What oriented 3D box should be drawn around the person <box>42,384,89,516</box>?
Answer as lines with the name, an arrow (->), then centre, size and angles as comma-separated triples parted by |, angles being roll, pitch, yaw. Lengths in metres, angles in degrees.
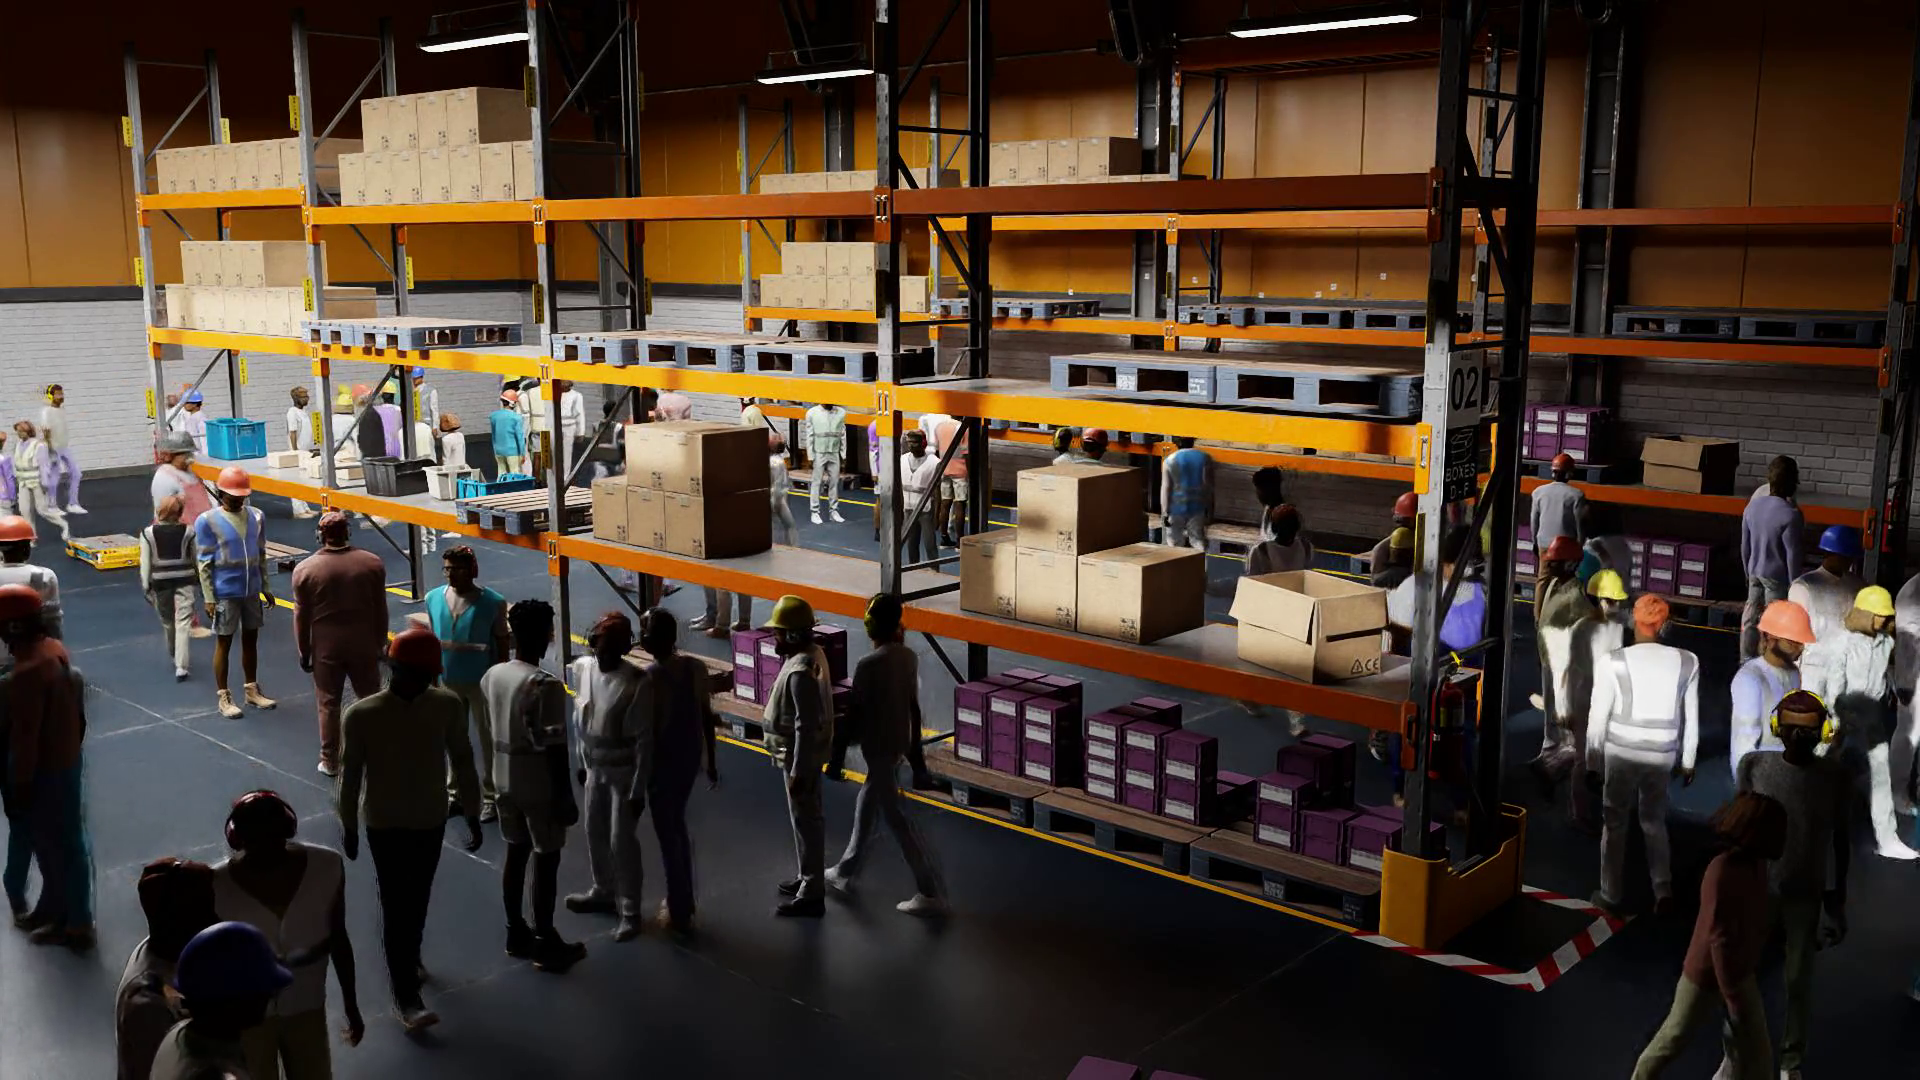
person -> -12.560, -1.250, 23.282 | 0.674, 1.854, 0.555 | 1, 10, 5

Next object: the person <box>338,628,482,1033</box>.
person -> -2.702, 1.383, 8.212 | 0.621, 1.921, 1.028 | -8, 13, -38

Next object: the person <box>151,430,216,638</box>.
person -> -7.480, -0.062, 16.042 | 0.599, 2.000, 0.696 | 0, 10, -1

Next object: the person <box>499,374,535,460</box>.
person -> -7.604, -2.281, 28.581 | 0.616, 2.041, 0.378 | -1, 10, -5

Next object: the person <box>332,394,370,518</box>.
person -> -8.525, -1.167, 23.157 | 0.489, 1.735, 0.315 | 2, 10, 12

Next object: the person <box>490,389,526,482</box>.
person -> -6.441, -1.285, 23.808 | 0.578, 1.737, 0.354 | 5, 11, 25

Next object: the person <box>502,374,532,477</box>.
person -> -6.734, -1.641, 25.317 | 0.392, 1.918, 0.589 | -7, 12, -34

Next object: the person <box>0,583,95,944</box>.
person -> -5.011, 1.205, 9.047 | 0.437, 1.977, 0.645 | -3, 10, -14

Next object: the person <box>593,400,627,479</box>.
person -> -4.826, -1.111, 23.059 | 0.539, 1.654, 0.810 | 3, 10, 16

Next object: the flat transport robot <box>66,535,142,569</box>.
flat transport robot -> -10.203, 0.124, 19.991 | 0.652, 0.197, 1.431 | -9, 13, -41

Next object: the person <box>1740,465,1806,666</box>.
person -> 6.916, 0.324, 14.149 | 0.363, 1.939, 0.636 | -3, 10, -16

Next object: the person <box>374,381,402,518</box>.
person -> -7.877, -1.235, 23.027 | 0.585, 1.918, 0.393 | 1, 10, 5

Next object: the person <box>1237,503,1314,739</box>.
person -> 2.457, 0.594, 12.983 | 0.583, 1.823, 1.063 | -3, 10, -14

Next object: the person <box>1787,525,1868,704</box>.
person -> 5.815, 0.848, 11.181 | 0.617, 1.943, 0.411 | -3, 10, -16

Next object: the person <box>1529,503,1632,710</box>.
person -> 4.870, 0.603, 12.966 | 0.943, 1.792, 0.652 | 10, 14, 44

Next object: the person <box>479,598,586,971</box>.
person -> -2.237, 1.274, 8.739 | 0.629, 1.954, 0.396 | 8, 13, 38

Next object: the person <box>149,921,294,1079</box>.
person -> -2.052, 2.005, 4.681 | 0.435, 1.934, 0.626 | -7, 12, -33

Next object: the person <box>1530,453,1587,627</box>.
person -> 5.912, 0.018, 16.418 | 0.581, 1.749, 0.348 | 9, 13, 42

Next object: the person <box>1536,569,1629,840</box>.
person -> 4.014, 1.021, 10.758 | 0.530, 1.752, 0.590 | -7, 12, -33

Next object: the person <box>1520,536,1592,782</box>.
person -> 4.240, 0.833, 11.790 | 0.324, 1.752, 0.562 | 0, 10, -3

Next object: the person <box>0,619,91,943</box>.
person -> -5.085, 1.282, 9.193 | 0.499, 1.771, 1.030 | -9, 13, -40

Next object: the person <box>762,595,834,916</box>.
person -> -0.916, 1.211, 9.434 | 0.404, 1.829, 0.600 | 0, 10, -2

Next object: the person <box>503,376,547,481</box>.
person -> -6.893, -1.920, 26.547 | 0.703, 2.000, 0.765 | 4, 11, 22

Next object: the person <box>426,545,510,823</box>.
person -> -3.225, 0.935, 10.950 | 0.564, 1.847, 0.396 | 2, 10, 12

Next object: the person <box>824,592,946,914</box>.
person -> -0.459, 1.211, 9.506 | 0.958, 1.816, 0.516 | 6, 11, 29

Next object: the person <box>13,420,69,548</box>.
person -> -11.587, -0.706, 20.874 | 0.531, 1.614, 0.654 | 3, 11, 18

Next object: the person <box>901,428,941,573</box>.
person -> -0.421, -0.300, 17.983 | 0.561, 1.836, 0.388 | 7, 12, 34

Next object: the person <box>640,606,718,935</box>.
person -> -1.630, 1.258, 9.171 | 0.520, 1.829, 0.554 | 9, 14, 42

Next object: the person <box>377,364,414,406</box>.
person -> -9.251, -2.016, 27.414 | 0.625, 1.932, 0.371 | -6, 12, -30

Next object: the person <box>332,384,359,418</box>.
person -> -9.303, -1.523, 25.249 | 0.495, 1.696, 0.520 | 6, 12, 31

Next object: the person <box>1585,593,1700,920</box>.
person -> 3.789, 1.232, 9.200 | 0.621, 1.873, 0.536 | 1, 10, 4

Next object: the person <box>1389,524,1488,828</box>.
person -> 3.165, 0.863, 10.814 | 0.722, 2.000, 0.954 | -2, 10, -11

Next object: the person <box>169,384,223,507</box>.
person -> -10.879, -1.296, 23.611 | 1.002, 1.827, 0.599 | 2, 10, 10
